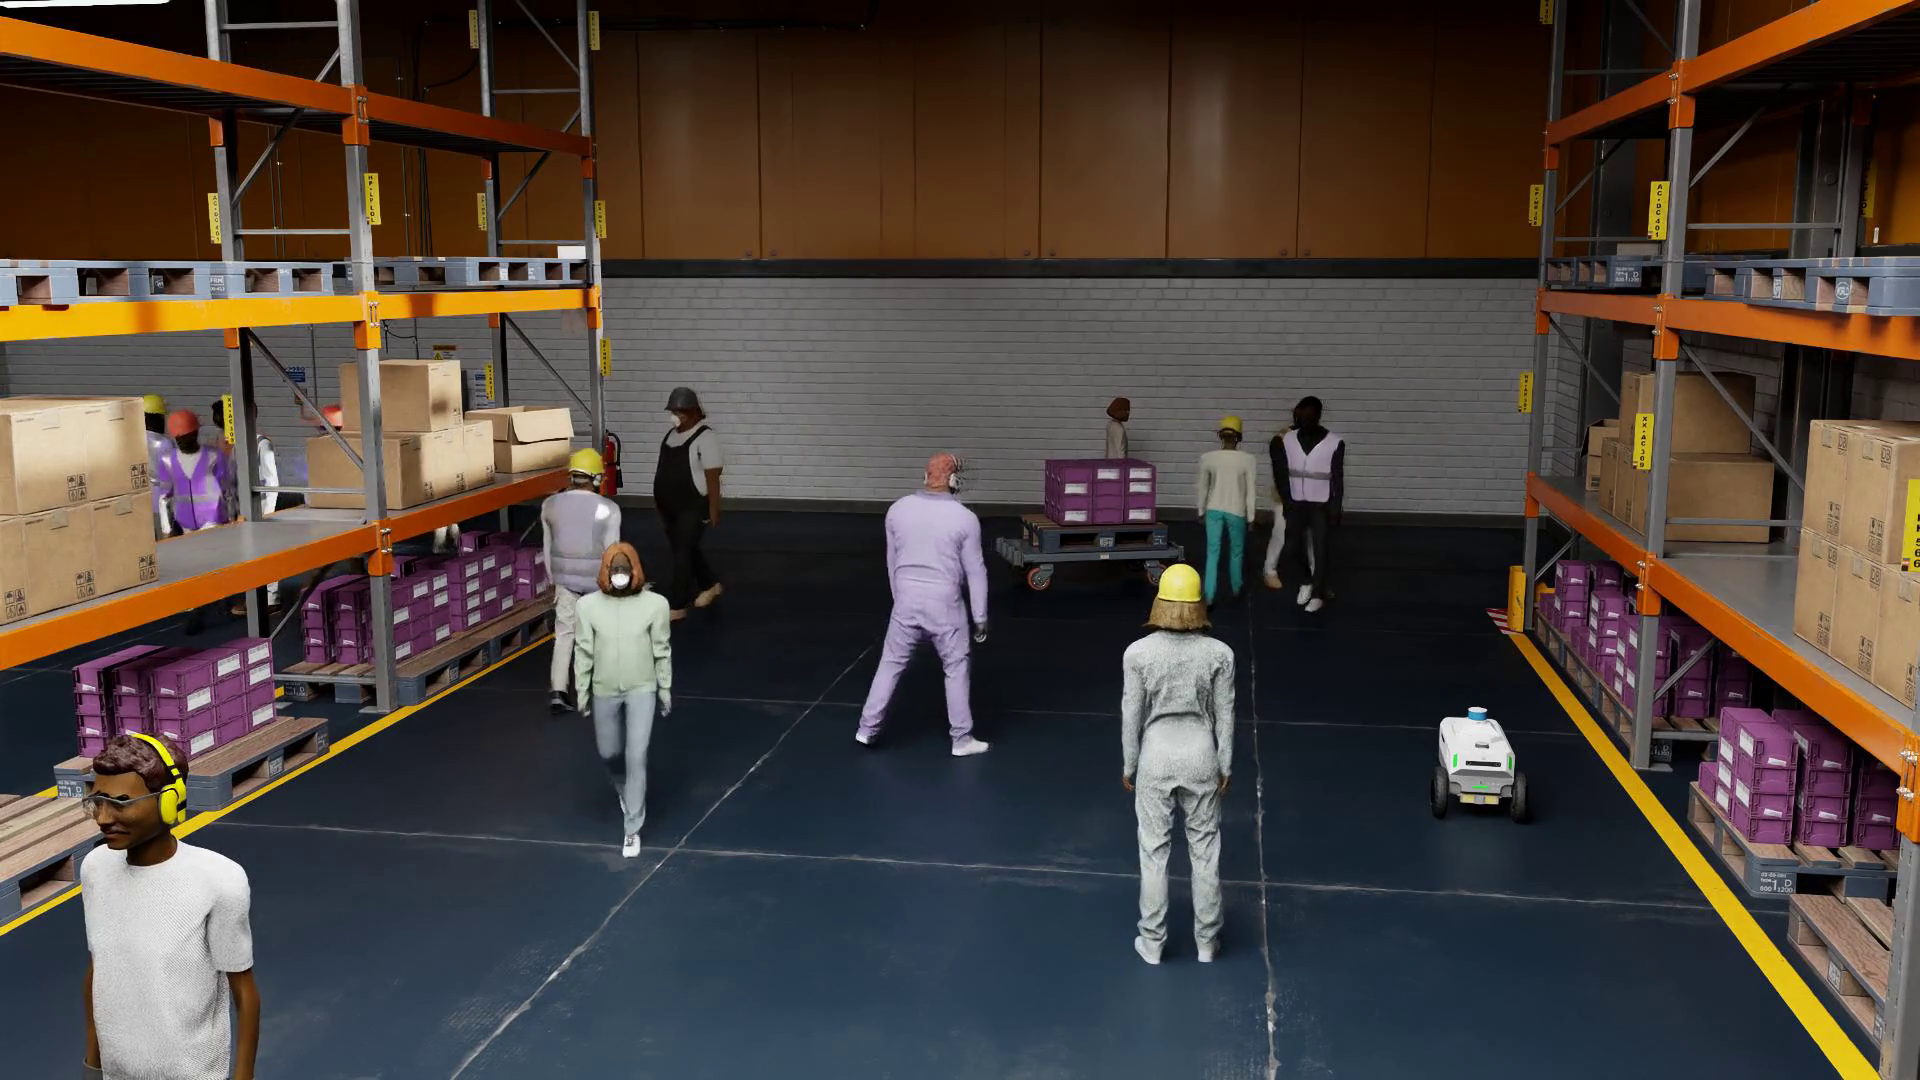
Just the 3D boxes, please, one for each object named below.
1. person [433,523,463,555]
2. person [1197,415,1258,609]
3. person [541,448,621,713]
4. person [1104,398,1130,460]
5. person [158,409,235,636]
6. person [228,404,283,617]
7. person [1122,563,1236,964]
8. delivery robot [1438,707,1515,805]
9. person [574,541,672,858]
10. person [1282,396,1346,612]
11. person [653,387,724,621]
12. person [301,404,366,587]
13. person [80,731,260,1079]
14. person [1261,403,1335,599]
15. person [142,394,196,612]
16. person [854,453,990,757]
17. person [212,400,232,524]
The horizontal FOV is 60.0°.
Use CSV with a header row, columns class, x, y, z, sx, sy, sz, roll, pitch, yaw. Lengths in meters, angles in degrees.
class,x,y,z,sx,sy,sz,roll,pitch,yaw
person,-5.429,-0.660,17.698,0.536,1.588,0.868,3,10,18
person,2.375,-0.257,14.837,0.543,1.713,0.950,3,10,18
person,-2.590,0.268,11.373,0.590,1.800,0.901,1,9,6
person,1.715,-0.740,18.100,0.295,1.623,0.510,-1,9,-8
person,-6.395,-0.193,14.016,0.556,1.873,1.054,-1,9,-4
person,-6.104,-0.264,14.359,0.586,1.882,0.340,7,12,38
person,0.942,0.966,7.211,0.492,1.741,0.328,0,9,1
delivery robot,2.875,1.177,9.273,0.477,0.478,0.707,2,9,11
person,-1.759,0.785,8.735,0.502,1.609,0.731,-1,9,-4
person,3.092,-0.316,14.610,0.616,1.900,0.436,6,11,34
person,-2.363,-0.360,14.467,0.691,2.000,0.894,9,13,43
person,-5.210,-0.178,13.822,0.559,1.895,0.976,2,9,10
person,-2.005,1.396,4.198,0.515,1.862,0.329,2,9,14
person,3.120,-0.391,15.406,0.614,1.799,0.922,-3,10,-20
person,-7.006,-0.310,14.510,0.641,1.921,0.394,4,10,23
person,-0.226,0.416,10.222,0.857,1.877,0.546,4,10,24
person,-7.497,-0.574,16.881,0.697,1.669,0.552,-7,12,-38
